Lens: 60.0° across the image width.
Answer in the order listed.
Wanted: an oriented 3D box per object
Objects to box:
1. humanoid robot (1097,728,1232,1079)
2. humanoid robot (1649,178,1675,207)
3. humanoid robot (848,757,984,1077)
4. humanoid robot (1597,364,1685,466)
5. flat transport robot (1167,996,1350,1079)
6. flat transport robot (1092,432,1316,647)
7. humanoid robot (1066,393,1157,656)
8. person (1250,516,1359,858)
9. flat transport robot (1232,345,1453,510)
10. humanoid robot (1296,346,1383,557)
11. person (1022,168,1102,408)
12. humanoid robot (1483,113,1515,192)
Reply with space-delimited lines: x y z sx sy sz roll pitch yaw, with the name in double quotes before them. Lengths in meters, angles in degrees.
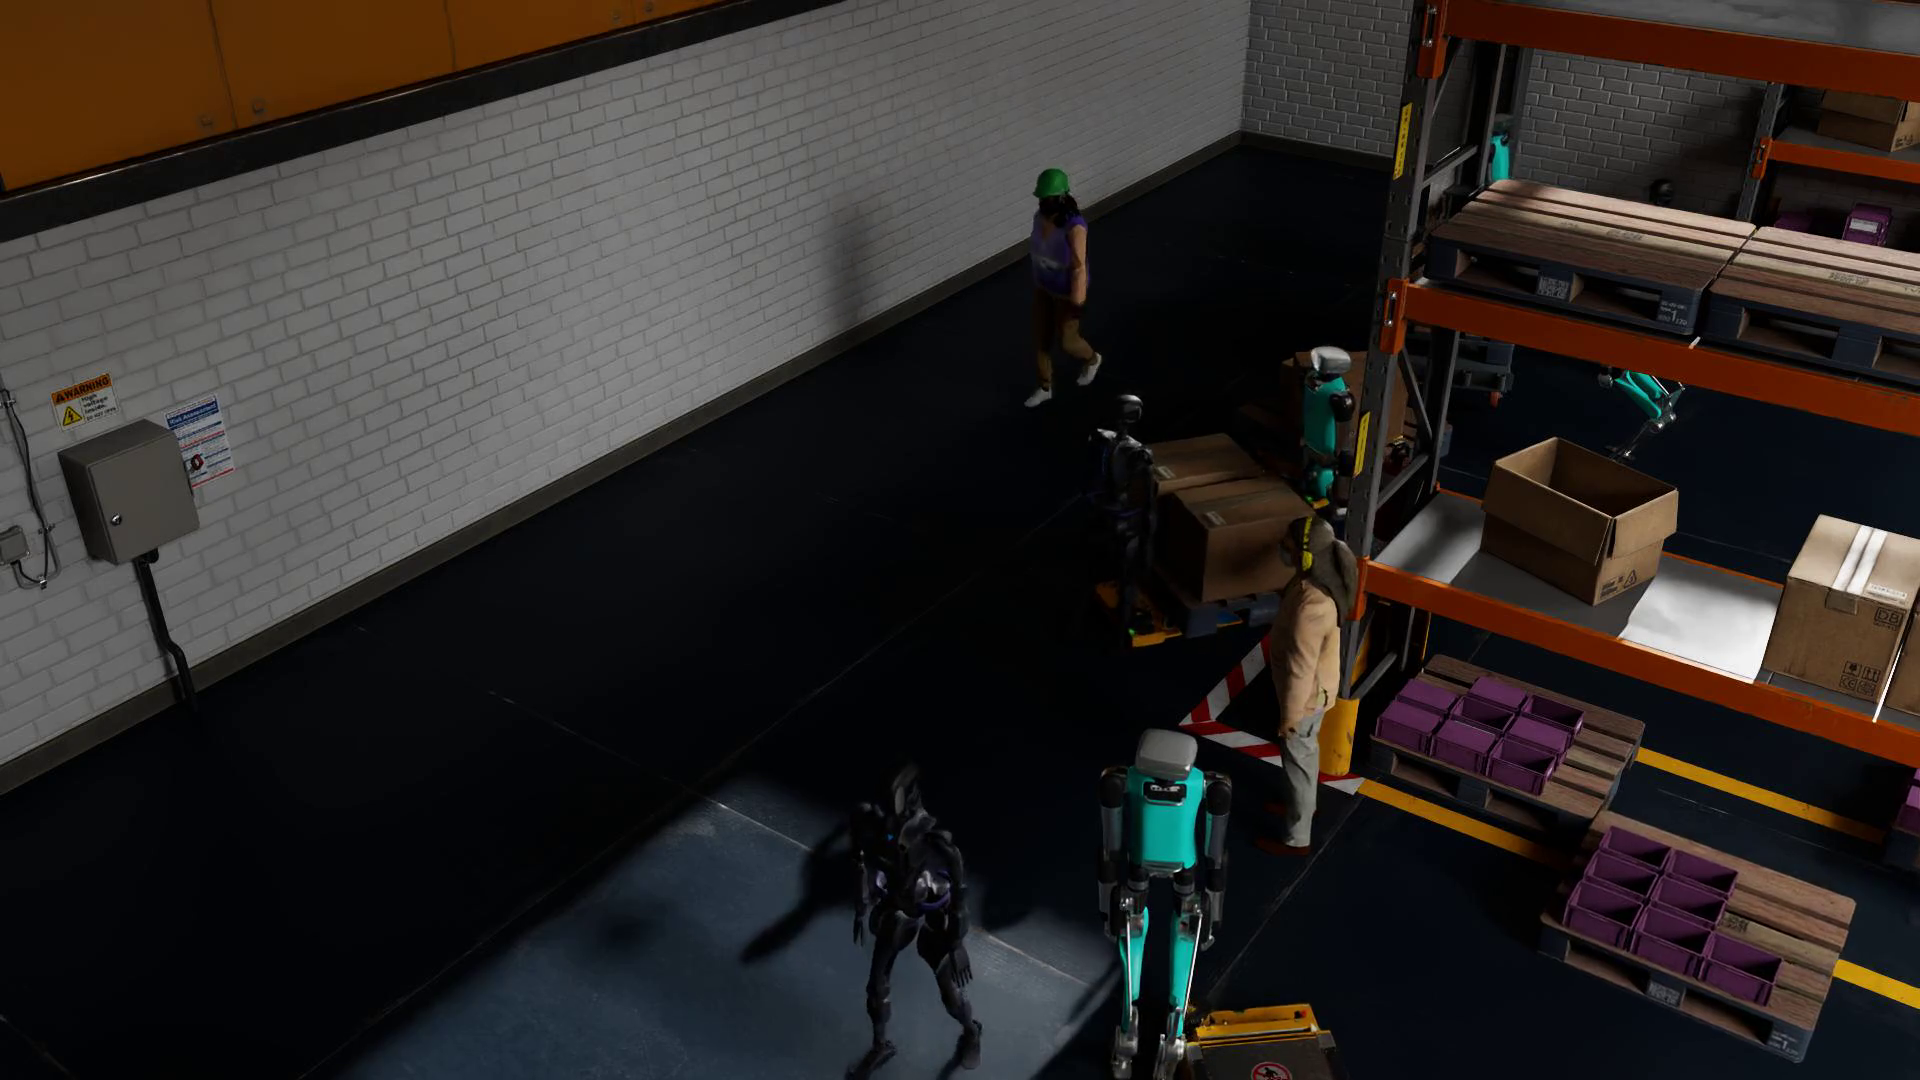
"humanoid robot" 0.791 1.626 6.698 0.545 1.753 0.677 4 30 7
"humanoid robot" 5.493 -2.082 13.243 0.514 1.639 0.590 -21 36 -31
"humanoid robot" -0.173 1.562 6.940 0.592 1.648 0.514 15 33 25
"humanoid robot" 4.801 -1.257 11.617 0.533 1.677 0.735 -25 38 -36
"flat transport robot" 1.325 2.444 6.799 0.659 0.231 1.431 -3 30 -6
"flat transport robot" 1.613 0.317 10.490 1.431 0.231 0.659 -10 31 -16
"humanoid robot" 0.892 -0.082 9.770 0.367 1.644 0.598 -26 39 -37
"person" 1.692 0.720 8.199 0.391 1.868 0.556 8 31 14
"flat transport robot" 2.787 -0.615 12.107 1.431 0.231 0.659 -23 37 -34
"humanoid robot" 2.402 -0.398 10.196 0.765 1.712 0.530 -9 31 -16
"person" 0.815 -1.960 12.804 0.677 1.903 0.566 -25 38 -36
"humanoid robot" 4.789 -2.740 14.354 0.789 1.794 0.541 17 34 27
